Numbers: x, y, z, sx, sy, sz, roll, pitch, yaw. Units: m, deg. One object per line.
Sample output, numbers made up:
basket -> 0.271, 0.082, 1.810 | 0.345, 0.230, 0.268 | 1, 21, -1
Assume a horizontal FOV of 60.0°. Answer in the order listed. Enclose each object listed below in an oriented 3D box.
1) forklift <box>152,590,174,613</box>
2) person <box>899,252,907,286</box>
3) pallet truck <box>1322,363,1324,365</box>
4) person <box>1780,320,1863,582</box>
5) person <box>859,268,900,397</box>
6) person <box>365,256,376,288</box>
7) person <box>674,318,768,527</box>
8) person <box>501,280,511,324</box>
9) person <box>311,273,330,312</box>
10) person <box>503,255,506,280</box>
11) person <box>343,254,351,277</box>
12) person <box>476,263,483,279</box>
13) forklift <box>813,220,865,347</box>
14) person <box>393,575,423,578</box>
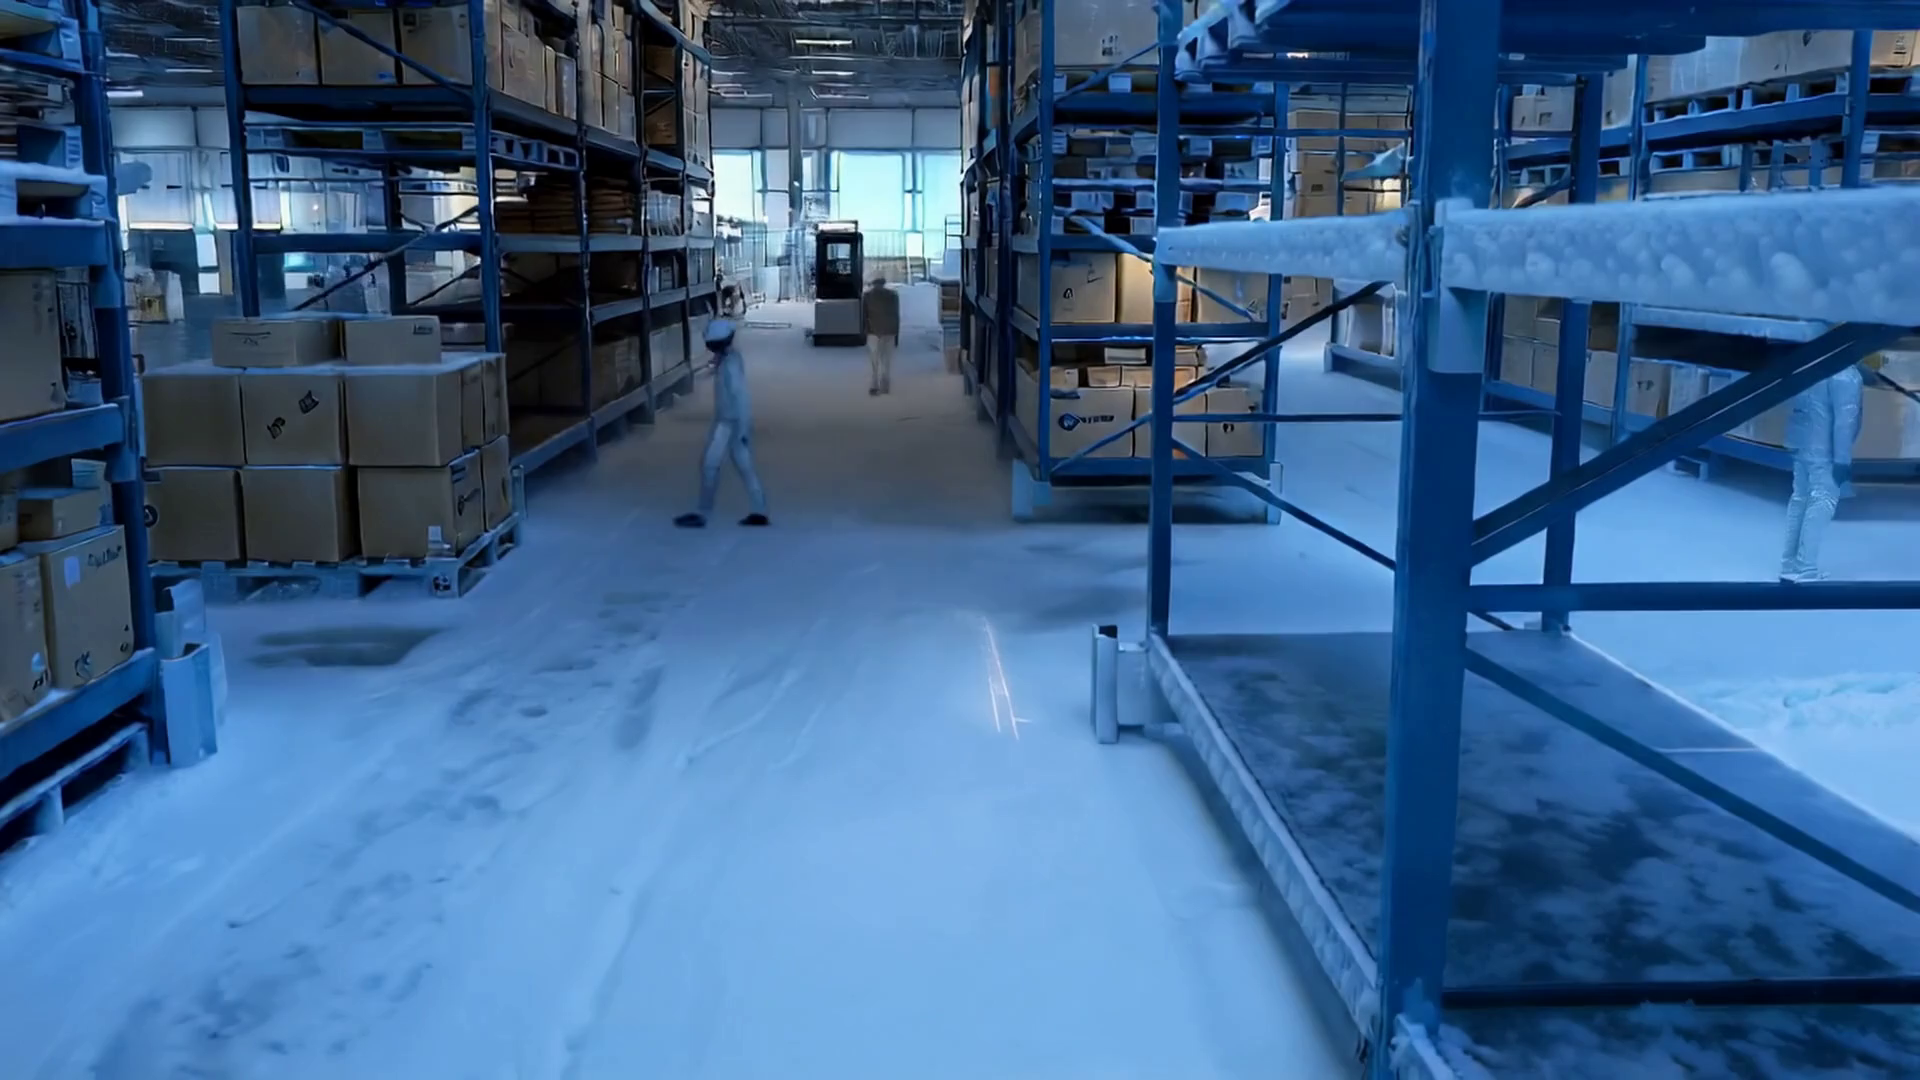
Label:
forklift -> -5.858, -0.811, 9.639 | 1.873, 2.768, 1.129 | -1, 10, -3
person -> -2.269, -10.312, 65.217 | 0.360, 1.930, 0.587 | 0, 10, 2
pallet truck -> 7.712, -4.157, 30.737 | 1.885, 1.965, 0.823 | 3, 11, 16
person -> 5.882, -0.617, 11.288 | 0.395, 1.904, 0.665 | 1, 10, 6
person -> -1.230, -3.188, 25.499 | 0.628, 1.957, 0.984 | 0, 10, 3
person -> -19.356, -8.370, 54.554 | 0.502, 1.873, 0.606 | -6, 12, -32
person -> -1.981, -0.944, 13.594 | 0.856, 1.720, 0.554 | -1, 10, -4
person -> -8.170, -4.073, 30.458 | 0.646, 1.928, 0.536 | 7, 12, 33
person -> -13.852, -4.931, 35.940 | 0.541, 1.678, 0.593 | 9, 13, 40
person -> -15.674, -8.998, 57.902 | 0.538, 1.928, 0.646 | -7, 12, -34
person -> -23.495, -10.040, 63.889 | 0.334, 1.865, 0.517 | 0, 10, 1
person -> -16.734, -9.124, 58.635 | 0.583, 1.921, 0.390 | -5, 12, -28
forklift -> -2.718, -5.750, 37.151 | 1.129, 2.768, 1.873 | 0, 10, -2
person -> -3.676, -0.574, 11.509 | 0.718, 1.741, 0.535 | -1, 10, -3
